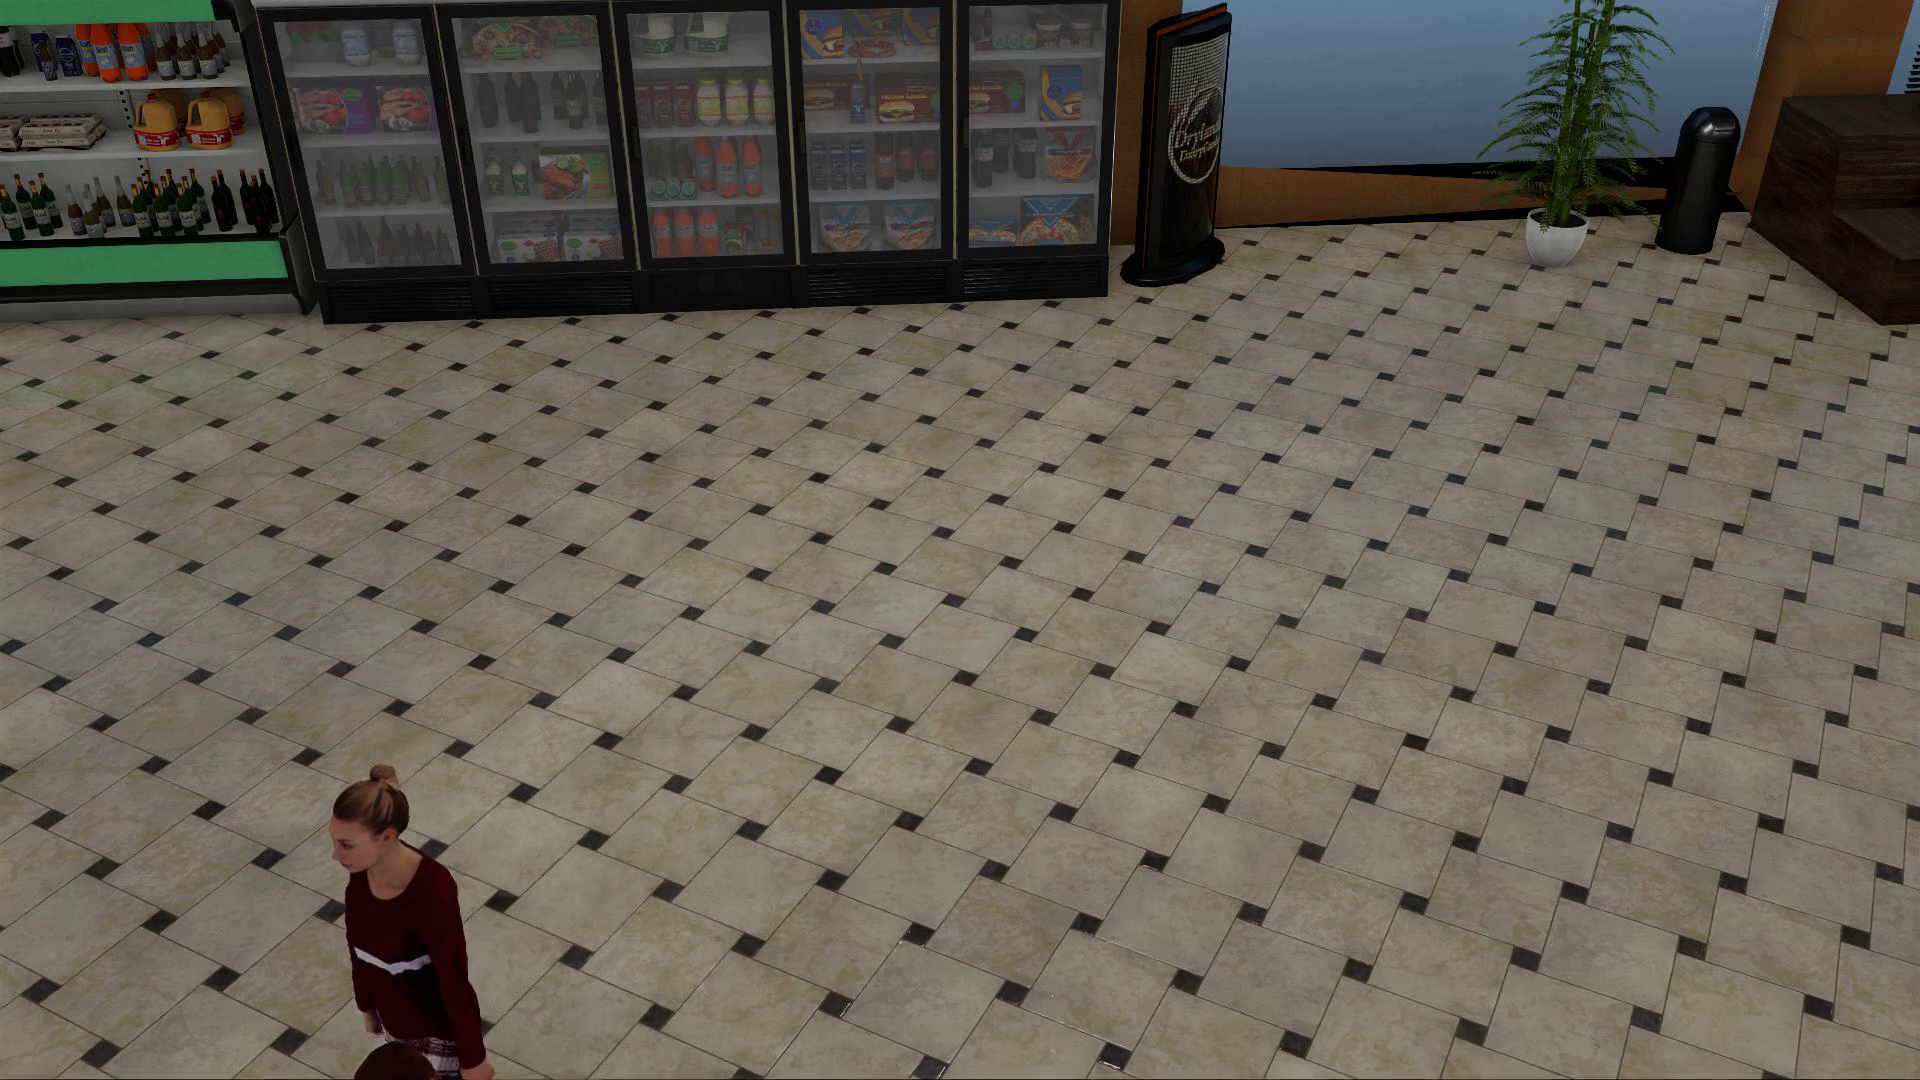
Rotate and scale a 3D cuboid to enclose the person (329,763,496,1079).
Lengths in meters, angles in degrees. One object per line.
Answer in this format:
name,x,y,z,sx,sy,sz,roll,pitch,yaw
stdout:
person,-1.461,1.321,4.759,0.781,1.690,0.846,22,38,31
